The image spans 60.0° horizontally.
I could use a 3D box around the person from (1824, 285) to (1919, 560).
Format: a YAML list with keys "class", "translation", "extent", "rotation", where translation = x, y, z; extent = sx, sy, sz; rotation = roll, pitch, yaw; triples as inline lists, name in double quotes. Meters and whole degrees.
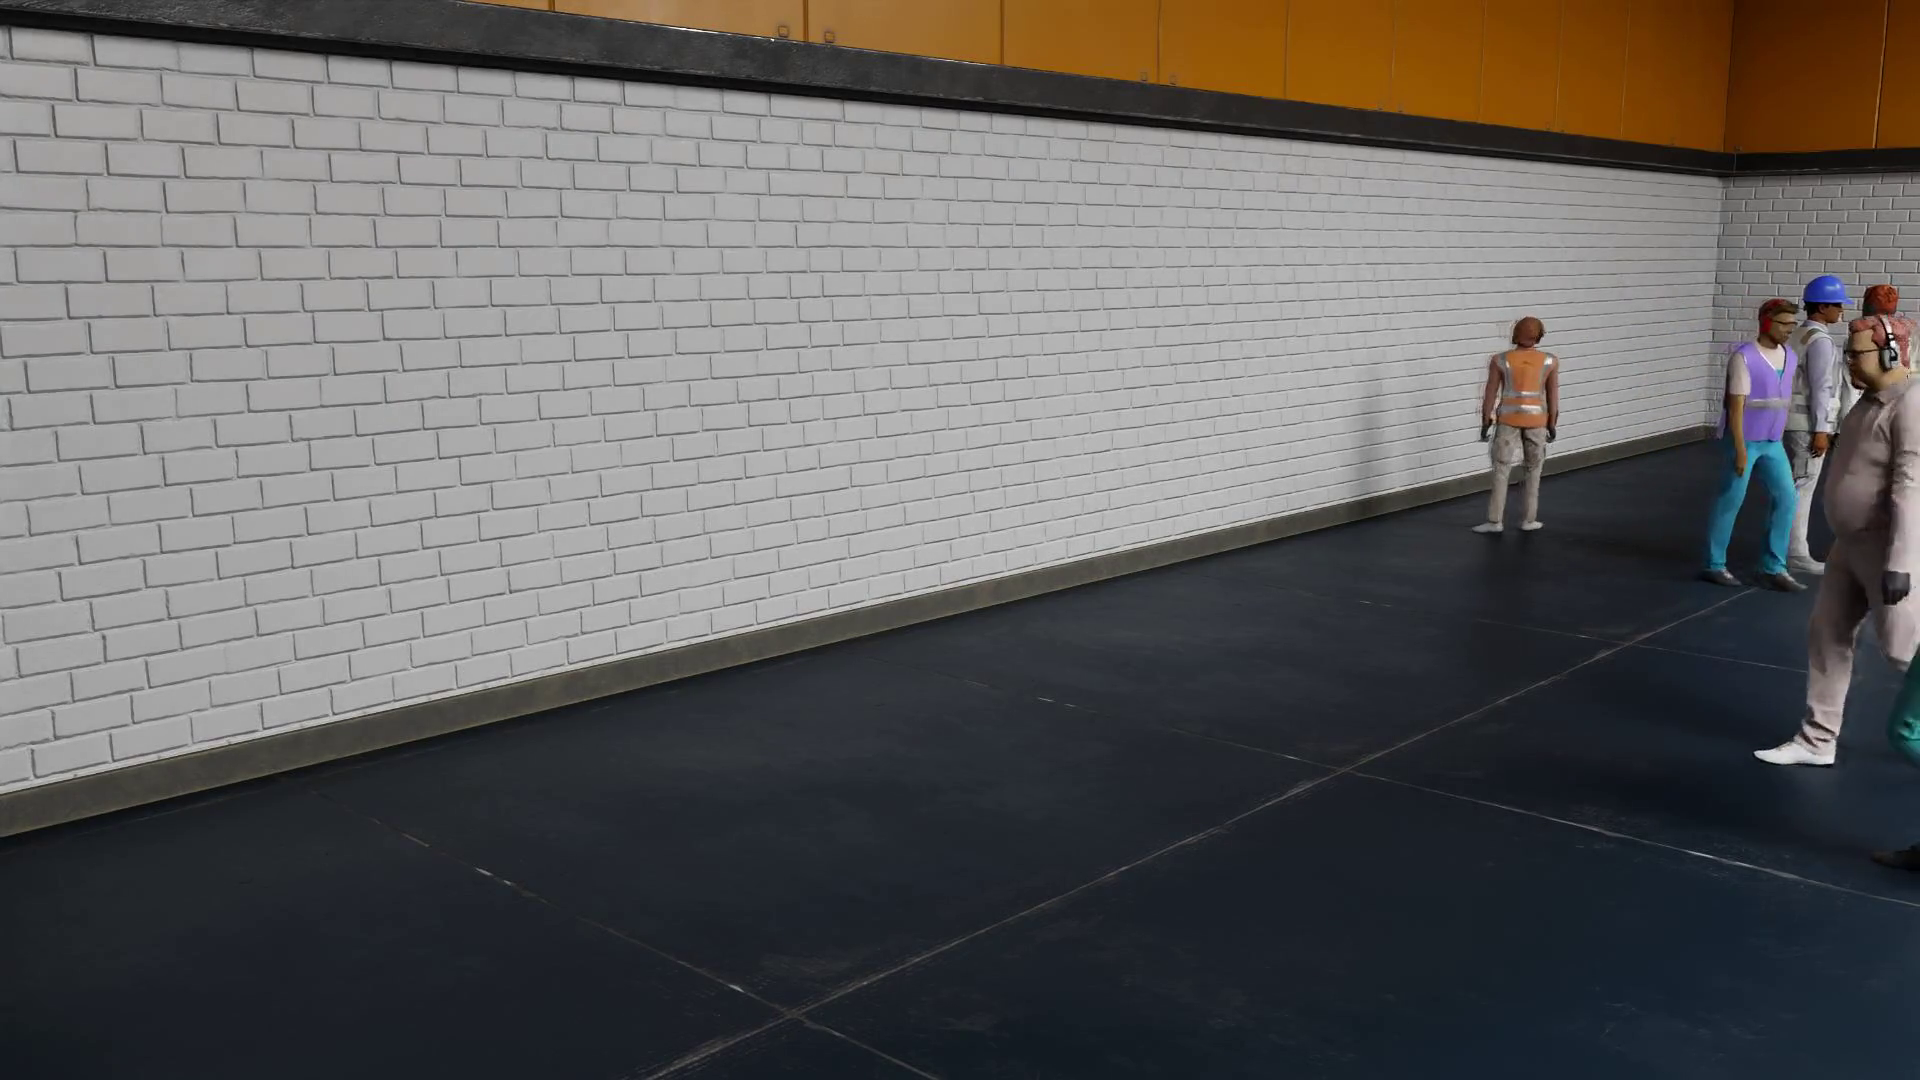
- class: "person"
  translation: [6.129, -0.764, 11.184]
  extent: [0.576, 1.881, 0.354]
  rotation: [-3, 10, -15]

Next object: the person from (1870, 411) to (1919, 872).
- class: "person"
  translation: [3.313, 0.303, 5.479]
  extent: [0.406, 1.755, 0.537]
  rotation: [9, 13, 41]

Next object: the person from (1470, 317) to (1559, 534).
- class: "person"
  translation: [4.148, -0.845, 12.433]
  extent: [0.624, 1.621, 0.377]
  rotation: [2, 10, 11]

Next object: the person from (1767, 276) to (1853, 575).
- class: "person"
  translation: [5.586, -0.758, 10.961]
  extent: [0.406, 1.947, 0.606]
  rotation: [2, 10, 9]

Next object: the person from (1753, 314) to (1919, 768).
- class: "person"
  translation: [3.770, 0.039, 6.649]
  extent: [0.880, 1.870, 0.691]
  rotation: [1, 10, 8]

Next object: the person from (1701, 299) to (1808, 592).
- class: "person"
  translation: [5.000, -0.578, 10.303]
  extent: [0.614, 1.810, 0.759]
  rotation: [-5, 11, -28]
